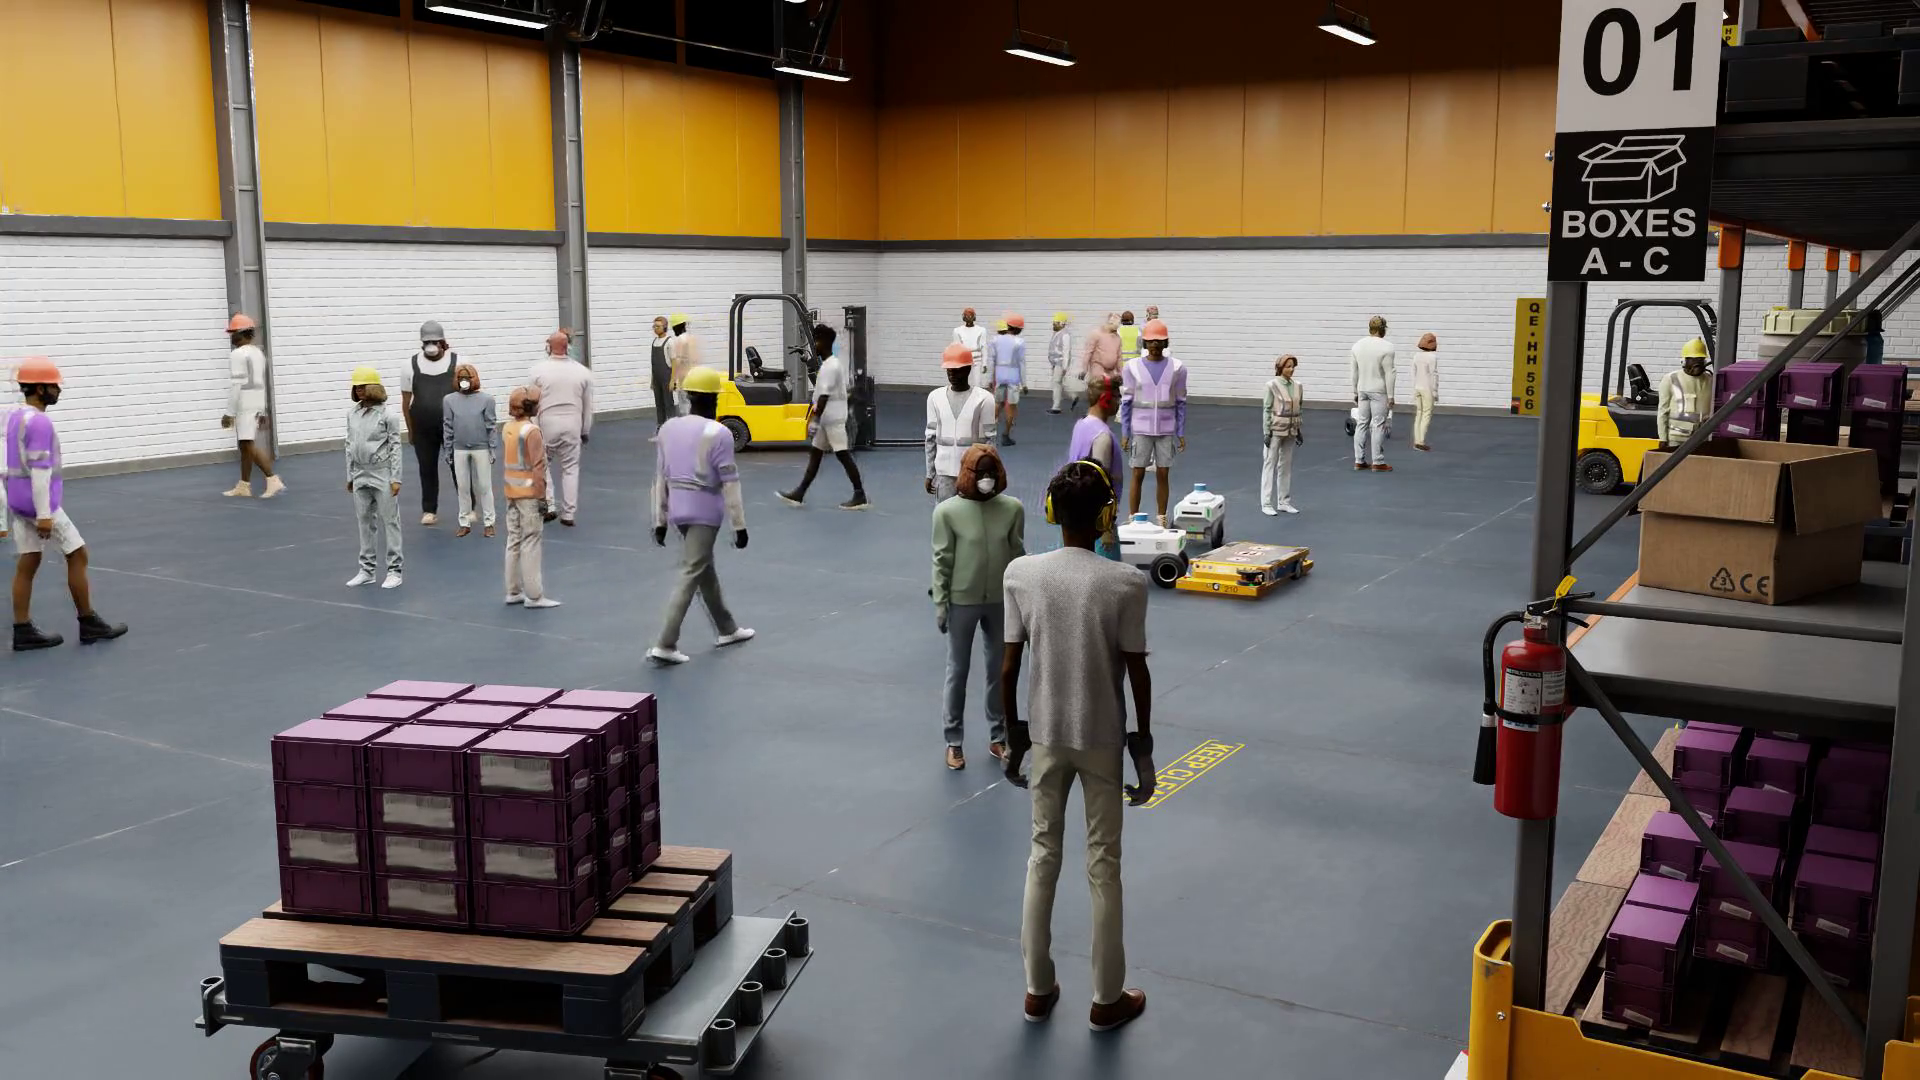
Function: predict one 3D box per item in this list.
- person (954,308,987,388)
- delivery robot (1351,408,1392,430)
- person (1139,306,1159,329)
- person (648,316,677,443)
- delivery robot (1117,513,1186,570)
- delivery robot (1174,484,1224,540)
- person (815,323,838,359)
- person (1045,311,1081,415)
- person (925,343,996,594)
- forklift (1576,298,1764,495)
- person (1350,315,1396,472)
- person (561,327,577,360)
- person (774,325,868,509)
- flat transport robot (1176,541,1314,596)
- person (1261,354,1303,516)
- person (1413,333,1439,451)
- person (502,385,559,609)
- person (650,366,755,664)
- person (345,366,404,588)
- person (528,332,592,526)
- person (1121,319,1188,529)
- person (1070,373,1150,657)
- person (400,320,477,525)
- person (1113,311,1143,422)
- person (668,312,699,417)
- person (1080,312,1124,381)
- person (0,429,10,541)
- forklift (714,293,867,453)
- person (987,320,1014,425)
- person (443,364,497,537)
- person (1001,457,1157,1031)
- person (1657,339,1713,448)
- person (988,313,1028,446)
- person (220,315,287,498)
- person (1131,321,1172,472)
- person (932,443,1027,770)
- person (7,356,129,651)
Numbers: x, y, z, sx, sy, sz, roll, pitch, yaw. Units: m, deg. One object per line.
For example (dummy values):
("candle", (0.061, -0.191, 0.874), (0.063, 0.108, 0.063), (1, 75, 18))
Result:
("person", (0.173, -3.003, 28.296), (0.577, 1.877, 0.339), (0, 9, 3))
("delivery robot", (6.182, -1.862, 24.974), (0.477, 0.478, 0.707), (-3, 10, -17))
("person", (3.280, -3.054, 28.510), (0.403, 1.903, 0.652), (6, 11, 33))
("person", (-4.296, -2.303, 24.005), (0.513, 1.844, 0.336), (8, 12, 41))
("delivery robot", (1.428, 0.029, 13.174), (0.707, 0.478, 0.477), (2, 9, 10))
("delivery robot", (2.159, -0.265, 14.982), (0.477, 0.478, 0.707), (3, 9, 19))
("person", (-2.114, -2.726, 27.217), (0.541, 1.660, 0.832), (8, 12, 43))
("person", (1.794, -3.078, 28.944), (0.614, 1.810, 0.604), (-2, 9, -11))
("person", (-0.007, -0.528, 12.638), (0.551, 1.934, 0.373), (2, 9, 15))
("forklift", (7.954, -1.589, 18.462), (2.313, 2.155, 1.214), (5, 11, 30))
("person", (5.139, -1.814, 20.658), (0.355, 1.938, 0.637), (-7, 12, -38))
("person", (-6.160, -2.494, 25.911), (0.341, 1.622, 0.557), (-7, 11, -36))
("person", (-1.426, -1.263, 17.274), (1.006, 1.910, 0.632), (0, 9, -2))
("flat transport robot", (2.283, 0.212, 13.204), (0.652, 0.197, 1.431), (5, 10, 28))
("person", (3.290, -1.074, 16.969), (0.514, 1.641, 0.315), (-6, 11, -32))
("person", (6.441, -2.048, 23.114), (0.453, 1.636, 0.511), (-3, 10, -18))
("person", (-3.189, -0.314, 12.231), (0.310, 1.638, 0.522), (-8, 12, -41))
("person", (-1.667, -0.170, 10.619), (0.610, 1.877, 1.012), (6, 11, 35))
("person", (-4.589, -0.488, 12.993), (0.484, 1.745, 0.307), (3, 10, 19))
("person", (-3.917, -1.076, 16.197), (0.666, 1.890, 0.511), (-5, 11, -30))
("person", (1.788, -1.009, 15.311), (0.610, 2.043, 0.397), (0, 9, -1))
("person", (0.865, -0.145, 10.622), (0.608, 1.847, 0.577), (-1, 9, -8))
("person", (-5.086, -1.152, 16.209), (0.695, 2.000, 0.537), (-2, 9, -13))
("person", (2.756, -2.854, 27.463), (0.624, 1.841, 0.430), (0, 9, -1))
("person", (-4.014, -2.407, 24.513), (0.542, 1.893, 0.631), (2, 9, 15))
("person", (2.254, -2.600, 25.817), (0.726, 1.858, 0.614), (-9, 12, -43))
("person", (-8.987, -0.941, 15.210), (0.636, 1.939, 0.364), (7, 12, 39))
("forklift", (-2.458, -2.344, 23.176), (2.313, 2.155, 1.214), (0, 9, -2))
("person", (0.701, -2.749, 27.196), (0.565, 1.714, 0.901), (-2, 9, -10))
("person", (-4.555, -0.829, 15.498), (0.502, 1.626, 0.282), (0, 9, -1))
("person", (0.387, 0.665, 5.418), (0.531, 1.866, 0.318), (3, 10, 21))
("person", (6.949, -0.996, 15.877), (0.588, 1.835, 0.403), (-1, 9, -8))
("person", (0.669, -2.263, 23.638), (0.646, 1.896, 0.446), (6, 11, 34))
("person", (-7.781, -1.439, 18.211), (0.804, 2.015, 0.637), (-1, 9, -4))
("person", (2.394, -1.793, 20.702), (0.355, 1.885, 0.575), (-5, 10, -29))
("person", (0.105, 0.326, 8.276), (0.504, 1.627, 0.276), (-4, 10, -23))
("person", (-5.907, -0.244, 10.937), (0.578, 1.908, 0.808), (9, 13, 44))
